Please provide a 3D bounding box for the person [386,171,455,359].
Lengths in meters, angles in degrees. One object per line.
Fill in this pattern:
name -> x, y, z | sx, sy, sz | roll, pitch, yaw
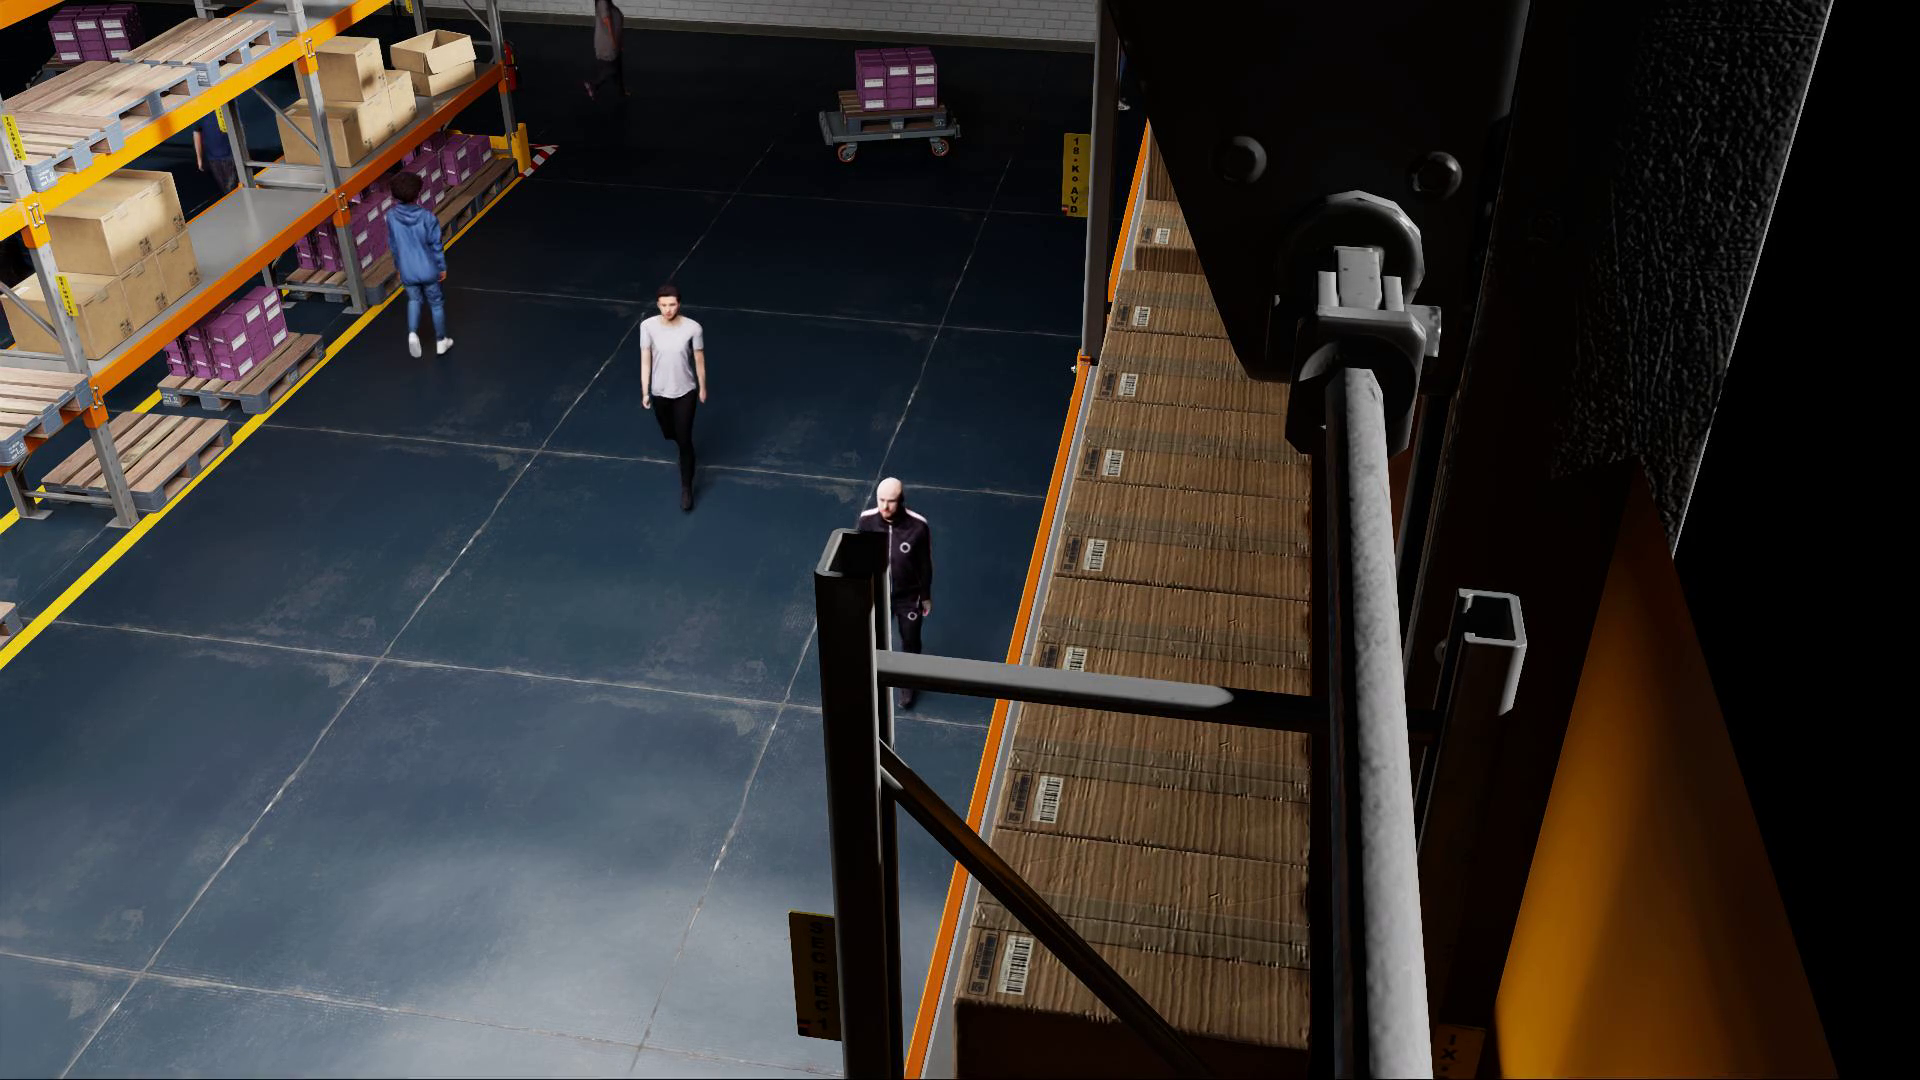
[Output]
person -> -5.056, -2.510, 15.462 | 0.733, 1.794, 0.884 | 2, 34, 3

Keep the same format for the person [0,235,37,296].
person -> -8.185, -1.854, 14.637 | 0.597, 1.616, 1.055 | 6, 34, 9

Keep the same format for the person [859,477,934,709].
person -> -0.401, 0.303, 11.207 | 0.678, 1.820, 0.609 | 4, 34, 7

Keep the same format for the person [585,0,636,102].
person -> -4.648, -6.508, 21.659 | 0.905, 1.594, 0.924 | -8, 35, -12

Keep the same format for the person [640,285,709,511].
person -> -2.310, -1.234, 13.508 | 0.753, 1.832, 1.173 | 2, 34, 3
